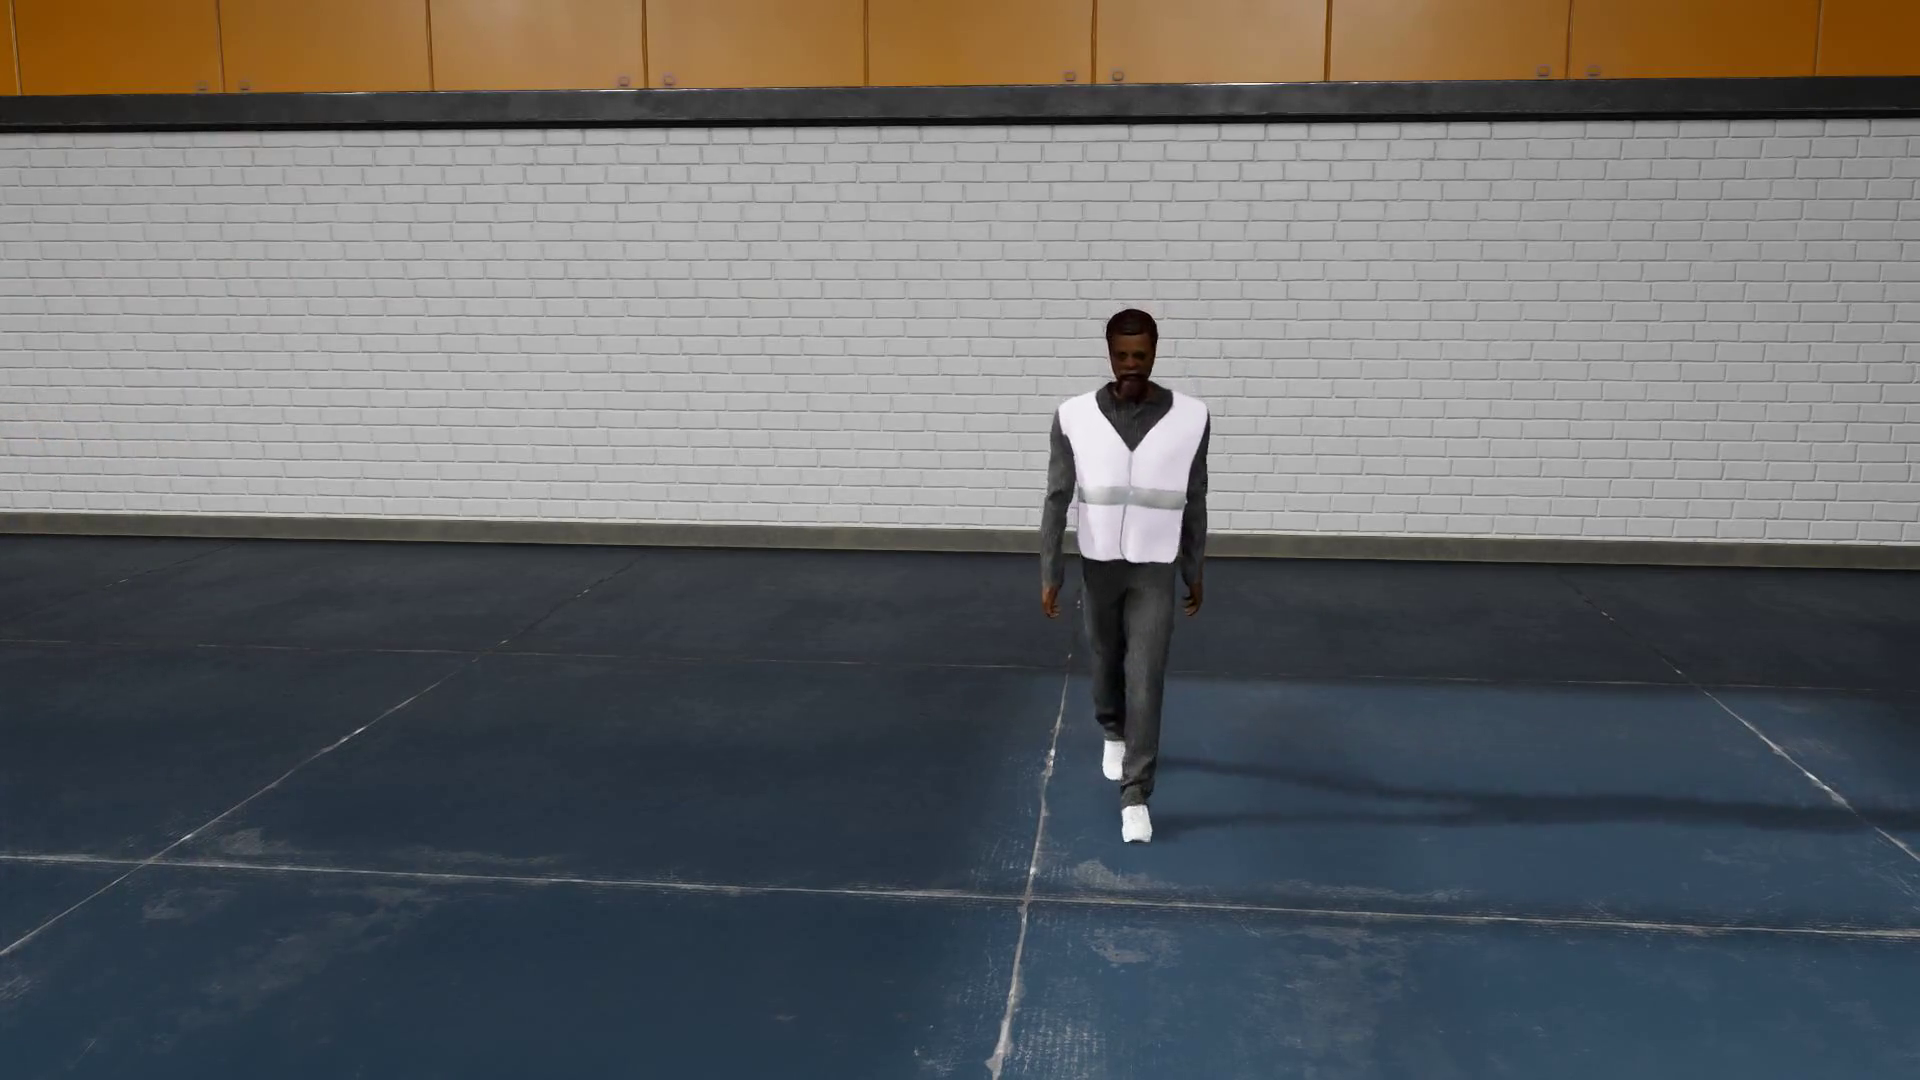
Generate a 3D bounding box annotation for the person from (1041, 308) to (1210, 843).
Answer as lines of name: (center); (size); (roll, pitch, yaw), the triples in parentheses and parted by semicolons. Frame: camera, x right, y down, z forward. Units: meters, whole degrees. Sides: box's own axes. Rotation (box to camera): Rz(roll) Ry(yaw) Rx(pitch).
person: (0.612, 0.074, 6.188); (0.609, 1.873, 1.005); (1, 10, 6)
